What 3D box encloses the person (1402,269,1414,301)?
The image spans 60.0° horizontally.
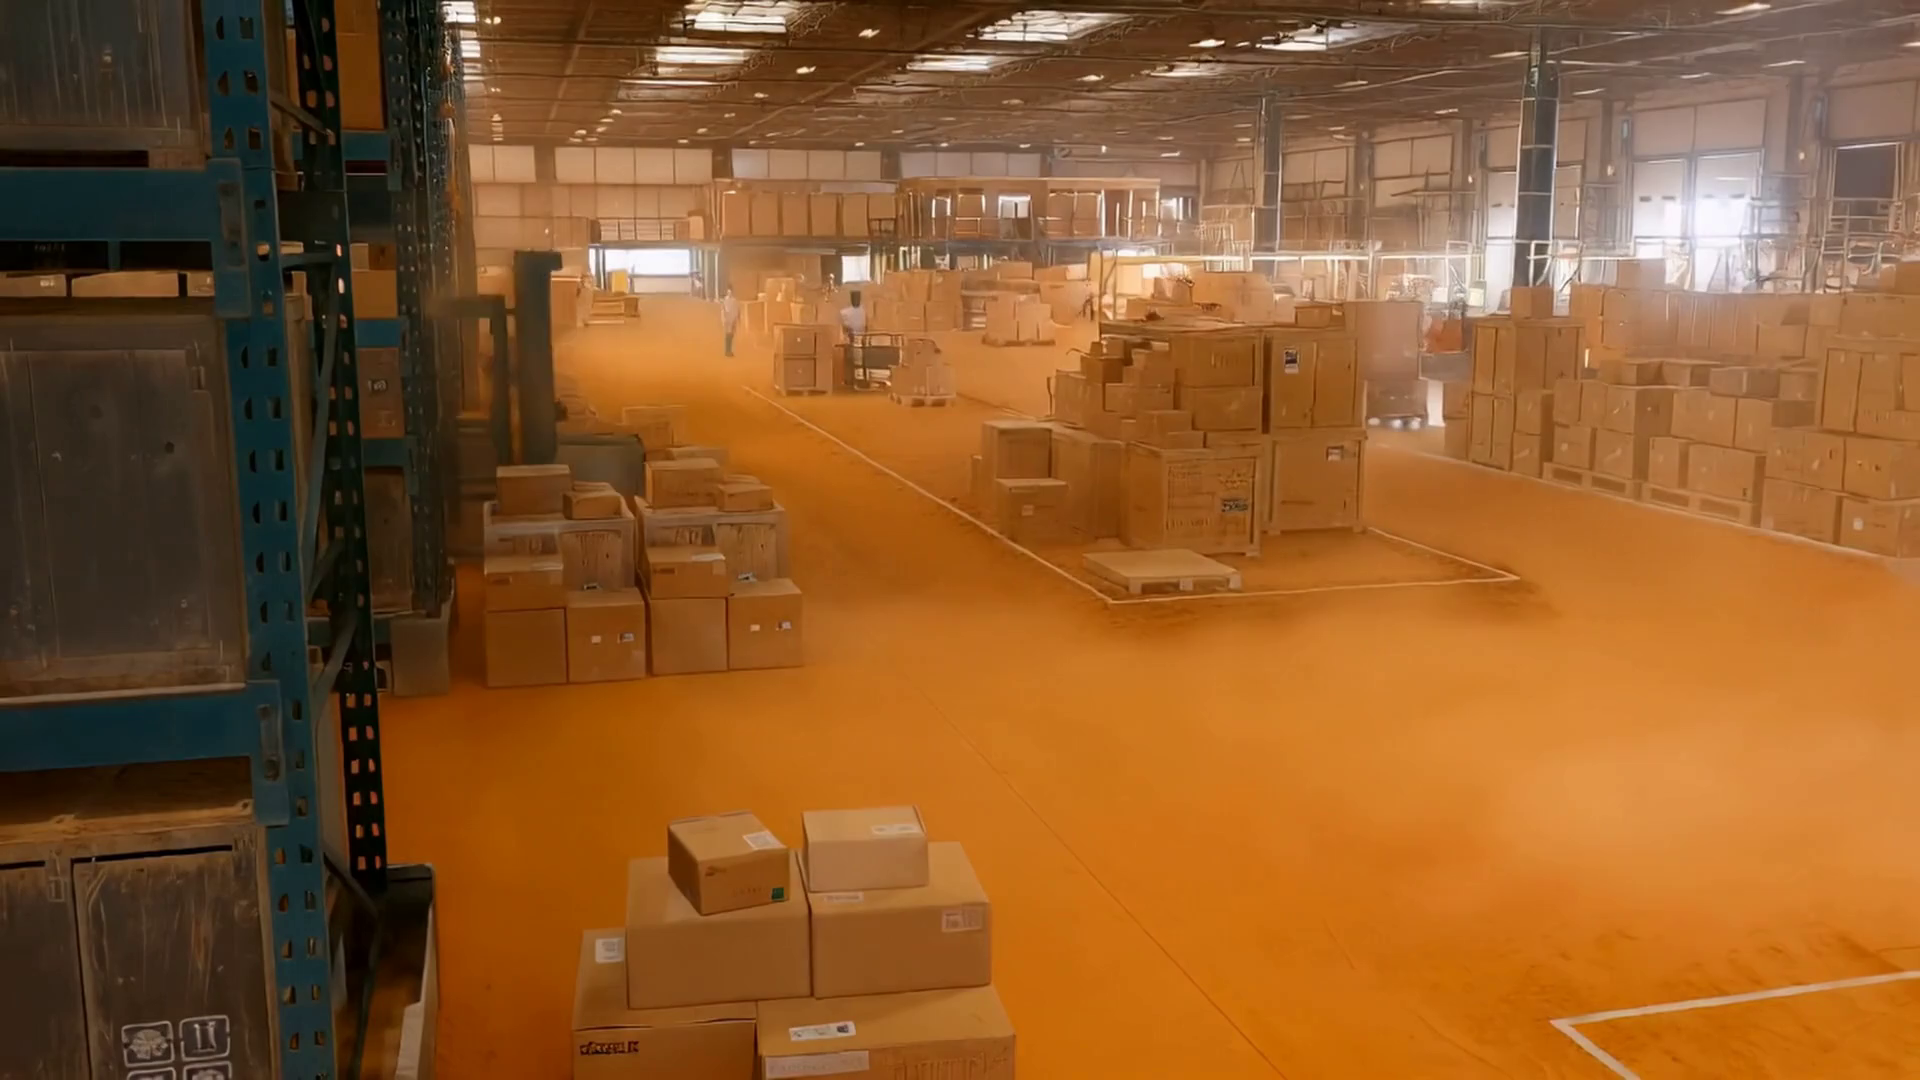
[{"bbox_3d":[19.543,-10.837,72.371,0.574,1.881,0.999,4,11,21],"label":"person"}]

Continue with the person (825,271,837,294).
[{"bbox_3d":[-4.453,-8.284,57.497,0.417,2.034,0.603,1,10,3],"label":"person"}]

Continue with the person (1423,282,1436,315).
[{"bbox_3d":[15.439,-7.616,54.573,0.490,1.721,0.641,-4,11,-21],"label":"person"}]

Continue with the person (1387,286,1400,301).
[{"bbox_3d":[12.574,-6.500,48.237,0.909,1.724,0.532,-3,10,-17],"label":"person"}]

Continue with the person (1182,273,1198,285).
[{"bbox_3d":[8.390,-8.705,60.266,0.739,1.878,0.843,-2,10,-10],"label":"person"}]

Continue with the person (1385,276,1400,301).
[{"bbox_3d":[14.686,-7.984,56.235,0.360,1.893,0.757,-6,12,-31],"label":"person"}]

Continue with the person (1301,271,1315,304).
[{"bbox_3d":[13.233,-9.260,63.267,0.603,1.942,0.402,-7,12,-35],"label":"person"}]

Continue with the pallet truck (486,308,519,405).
[{"bbox_3d":[-6.242,-2.418,24.362,0.823,1.965,1.885,1,10,3],"label":"pallet truck"}]

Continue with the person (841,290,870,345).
[{"bbox_3d":[-2.168,-4.303,35.198,0.612,1.944,0.592,-7,12,-35],"label":"person"}]

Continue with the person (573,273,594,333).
[{"bbox_3d":[-12.479,-7.874,55.138,0.700,2.000,1.029,-2,10,-10],"label":"person"}]

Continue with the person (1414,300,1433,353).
[{"bbox_3d":[8.571,-3.586,31.350,0.612,1.866,0.998,-2,10,-9],"label":"person"}]

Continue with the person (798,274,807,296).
[{"bbox_3d":[-6.072,-9.243,63.520,0.942,1.818,0.526,4,11,22],"label":"person"}]

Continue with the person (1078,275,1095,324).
[{"bbox_3d":[4.710,-8.844,61.245,0.530,1.830,0.635,7,12,34],"label":"person"}]

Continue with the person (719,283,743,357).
[{"bbox_3d":[-5.881,-5.659,42.955,0.578,1.908,0.809,-6,12,-30],"label":"person"}]

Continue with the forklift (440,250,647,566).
[{"bbox_3d":[-3.864,-1.255,15.278,1.873,2.768,1.129,-3,10,-15],"label":"forklift"}]

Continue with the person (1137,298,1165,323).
[{"bbox_3d":[3.630,-3.644,31.598,0.544,1.904,0.918,-2,10,-12],"label":"person"}]

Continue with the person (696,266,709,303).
[{"bbox_3d":[-13.084,-12.974,84.545,0.616,1.847,0.863,-2,10,-9],"label":"person"}]

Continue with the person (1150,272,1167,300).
[{"bbox_3d":[7.126,-8.677,60.000,1.055,1.920,0.698,9,13,42],"label":"person"}]

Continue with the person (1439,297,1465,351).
[{"bbox_3d":[10.041,-4.040,33.980,0.505,1.846,0.346,0,10,2],"label":"person"}]

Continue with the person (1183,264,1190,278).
[{"bbox_3d":[11.559,-13.050,84.575,0.622,1.992,0.395,-7,12,-34],"label":"person"}]

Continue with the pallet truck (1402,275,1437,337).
[{"bbox_3d":[14.620,-7.324,52.145,0.823,1.965,1.885,8,13,40],"label":"pallet truck"}]

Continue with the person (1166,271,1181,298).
[{"bbox_3d":[8.681,-10.038,67.847,0.652,1.879,1.027,-2,10,-9],"label":"person"}]
